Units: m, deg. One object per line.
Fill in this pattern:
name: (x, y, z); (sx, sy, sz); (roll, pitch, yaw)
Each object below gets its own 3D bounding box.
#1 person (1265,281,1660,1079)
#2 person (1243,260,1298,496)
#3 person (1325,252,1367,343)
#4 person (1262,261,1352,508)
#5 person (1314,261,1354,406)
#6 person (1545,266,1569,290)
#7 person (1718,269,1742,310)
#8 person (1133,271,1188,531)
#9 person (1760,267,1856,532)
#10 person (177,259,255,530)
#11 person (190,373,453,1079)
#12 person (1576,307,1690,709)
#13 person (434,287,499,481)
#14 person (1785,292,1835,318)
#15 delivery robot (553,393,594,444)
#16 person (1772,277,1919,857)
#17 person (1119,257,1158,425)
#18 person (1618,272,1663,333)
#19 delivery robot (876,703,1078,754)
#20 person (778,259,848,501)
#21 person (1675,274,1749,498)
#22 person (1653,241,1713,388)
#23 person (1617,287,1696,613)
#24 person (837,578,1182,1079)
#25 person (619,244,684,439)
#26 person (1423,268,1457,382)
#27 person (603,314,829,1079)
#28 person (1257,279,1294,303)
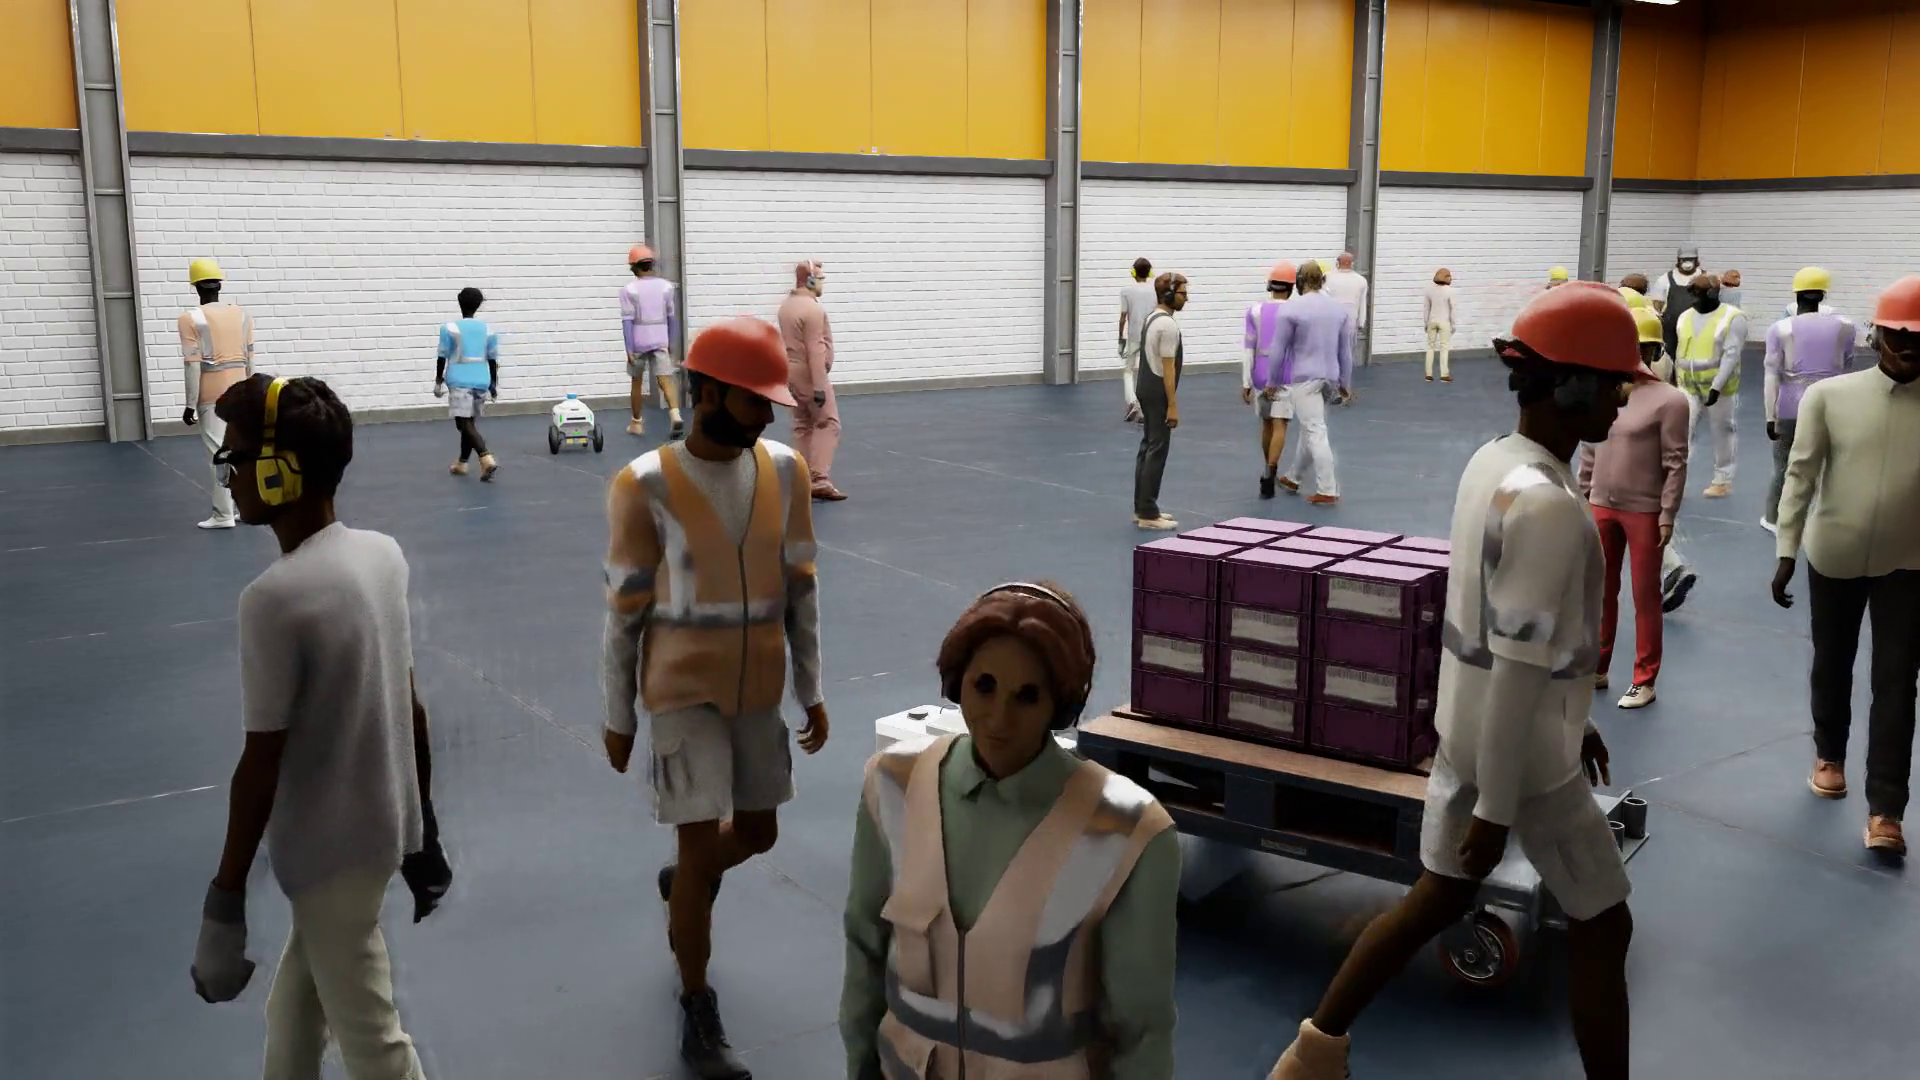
person: (1.173, 0.438, 3.659); (0.998, 2.005, 0.593); (0, 10, 1)
person: (2.566, -1.320, 13.531); (0.542, 1.900, 0.964); (4, 11, 22)
person: (5.261, -3.016, 22.866); (0.651, 1.875, 0.881); (-2, 10, -9)
person: (2.704, -1.232, 13.049); (0.633, 1.881, 0.993); (-6, 12, -29)
person: (4.442, -2.536, 20.471); (0.923, 1.791, 0.591); (1, 10, 3)
person: (7.181, -2.422, 20.014); (0.512, 1.709, 0.784); (6, 12, 29)
person: (10.960, -3.043, 23.727); (0.425, 1.619, 0.501); (-4, 11, -21)
person: (1.435, -0.987, 11.860); (0.357, 1.836, 0.506); (-1, 10, -4)
person: (5.778, -0.913, 11.348); (0.606, 1.880, 1.008); (2, 11, 11)
person: (-5.294, -1.033, 11.862); (0.386, 1.920, 0.590); (5, 12, 27)
person: (-1.279, 0.610, 3.128); (0.862, 1.831, 0.556); (1, 10, 3)
person: (2.958, -0.142, 7.398); (0.304, 1.771, 0.532); (-6, 12, -30)
person: (-4.201, -1.340, 14.272); (0.805, 1.656, 0.536); (9, 14, 41)
person: (9.264, -2.025, 18.202); (0.532, 1.594, 0.861); (7, 13, 34)
delivery robot: (-3.771, -1.190, 16.212); (0.477, 0.478, 0.707); (-3, 11, -17)
person: (3.207, 0.059, 5.845); (0.624, 1.946, 1.024); (5, 11, 25)
person: (2.016, -2.199, 18.442); (0.527, 1.856, 0.383); (0, 10, -1)
person: (5.550, -1.346, 13.988); (0.797, 1.797, 0.633); (-5, 12, -26)
delivery robot: (0.046, 0.741, 5.627); (0.707, 0.478, 0.477); (9, 14, 41)
person: (-1.150, -1.254, 13.158); (0.473, 1.901, 0.661); (-6, 12, -30)
person: (5.821, -1.188, 13.082); (0.970, 1.779, 0.608); (-7, 13, -34)
person: (8.499, -2.495, 19.550); (0.706, 2.000, 0.540); (3, 11, 18)
person: (3.701, -0.485, 9.179); (0.600, 1.808, 0.770); (-6, 12, -28)
person: (0.077, 0.846, 2.416); (0.559, 1.629, 0.448); (6, 12, 30)
person: (-3.185, -2.041, 17.176); (0.618, 2.011, 0.977); (-6, 12, -31)
person: (6.908, -3.093, 23.944); (0.502, 1.632, 0.277); (10, 14, 43)
person: (-0.665, 0.363, 4.297); (0.560, 1.901, 0.742); (-7, 13, -35)
person: (4.038, -2.610, 21.331); (0.508, 1.622, 0.338); (1, 10, 7)
